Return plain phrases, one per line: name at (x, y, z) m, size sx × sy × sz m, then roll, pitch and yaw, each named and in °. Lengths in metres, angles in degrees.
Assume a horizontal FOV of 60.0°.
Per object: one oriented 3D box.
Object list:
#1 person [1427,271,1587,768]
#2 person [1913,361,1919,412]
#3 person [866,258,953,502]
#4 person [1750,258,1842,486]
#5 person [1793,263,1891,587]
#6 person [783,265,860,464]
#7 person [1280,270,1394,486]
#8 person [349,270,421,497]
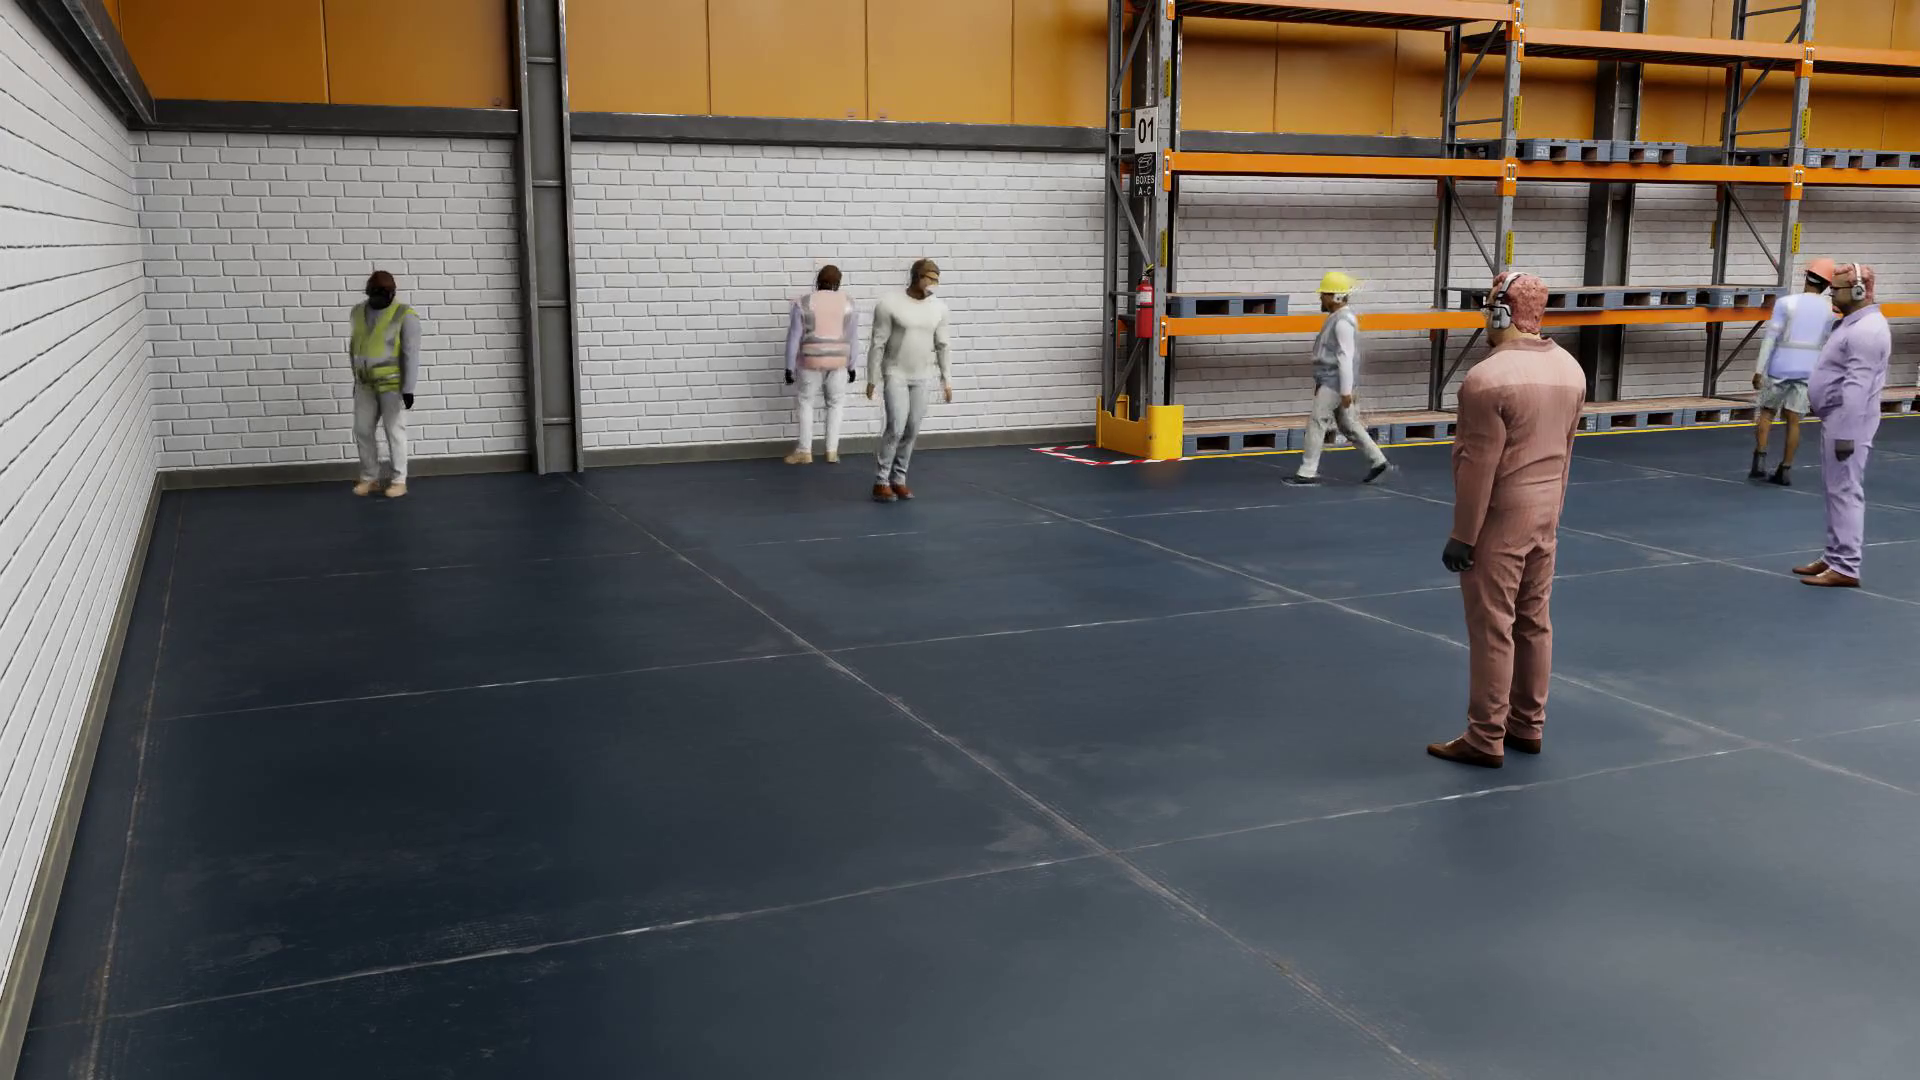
person at (2.102, -0.074, 6.448) m, size 0.643 × 1.909 × 0.410 m, roll -8°, pitch 13°, yaw -38°
person at (7.428, -1.136, 12.357) m, size 0.600 × 1.902 × 0.610 m, roll -7°, pitch 12°, yaw -34°
person at (-0.397, -1.242, 12.989) m, size 0.664 × 1.894 × 0.521 m, roll -6°, pitch 12°, yaw -29°
person at (6.953, -1.389, 13.850) m, size 0.649 × 1.881 × 0.432 m, roll 2°, pitch 10°, yaw 12°
person at (5.218, -0.678, 9.838) m, size 0.405 × 1.900 × 0.651 m, roll 4°, pitch 11°, yaw 22°
person at (-1.272, -1.582, 15.138) m, size 0.729 × 1.810 × 0.429 m, roll -3°, pitch 11°, yaw -17°
person at (3.163, -1.322, 13.721) m, size 0.889 × 1.798 × 0.595 m, roll 2°, pitch 10°, yaw 12°
person at (-4.531, -1.218, 13.123) m, size 0.666 × 1.802 × 0.452 m, roll 3°, pitch 11°, yaw 18°
